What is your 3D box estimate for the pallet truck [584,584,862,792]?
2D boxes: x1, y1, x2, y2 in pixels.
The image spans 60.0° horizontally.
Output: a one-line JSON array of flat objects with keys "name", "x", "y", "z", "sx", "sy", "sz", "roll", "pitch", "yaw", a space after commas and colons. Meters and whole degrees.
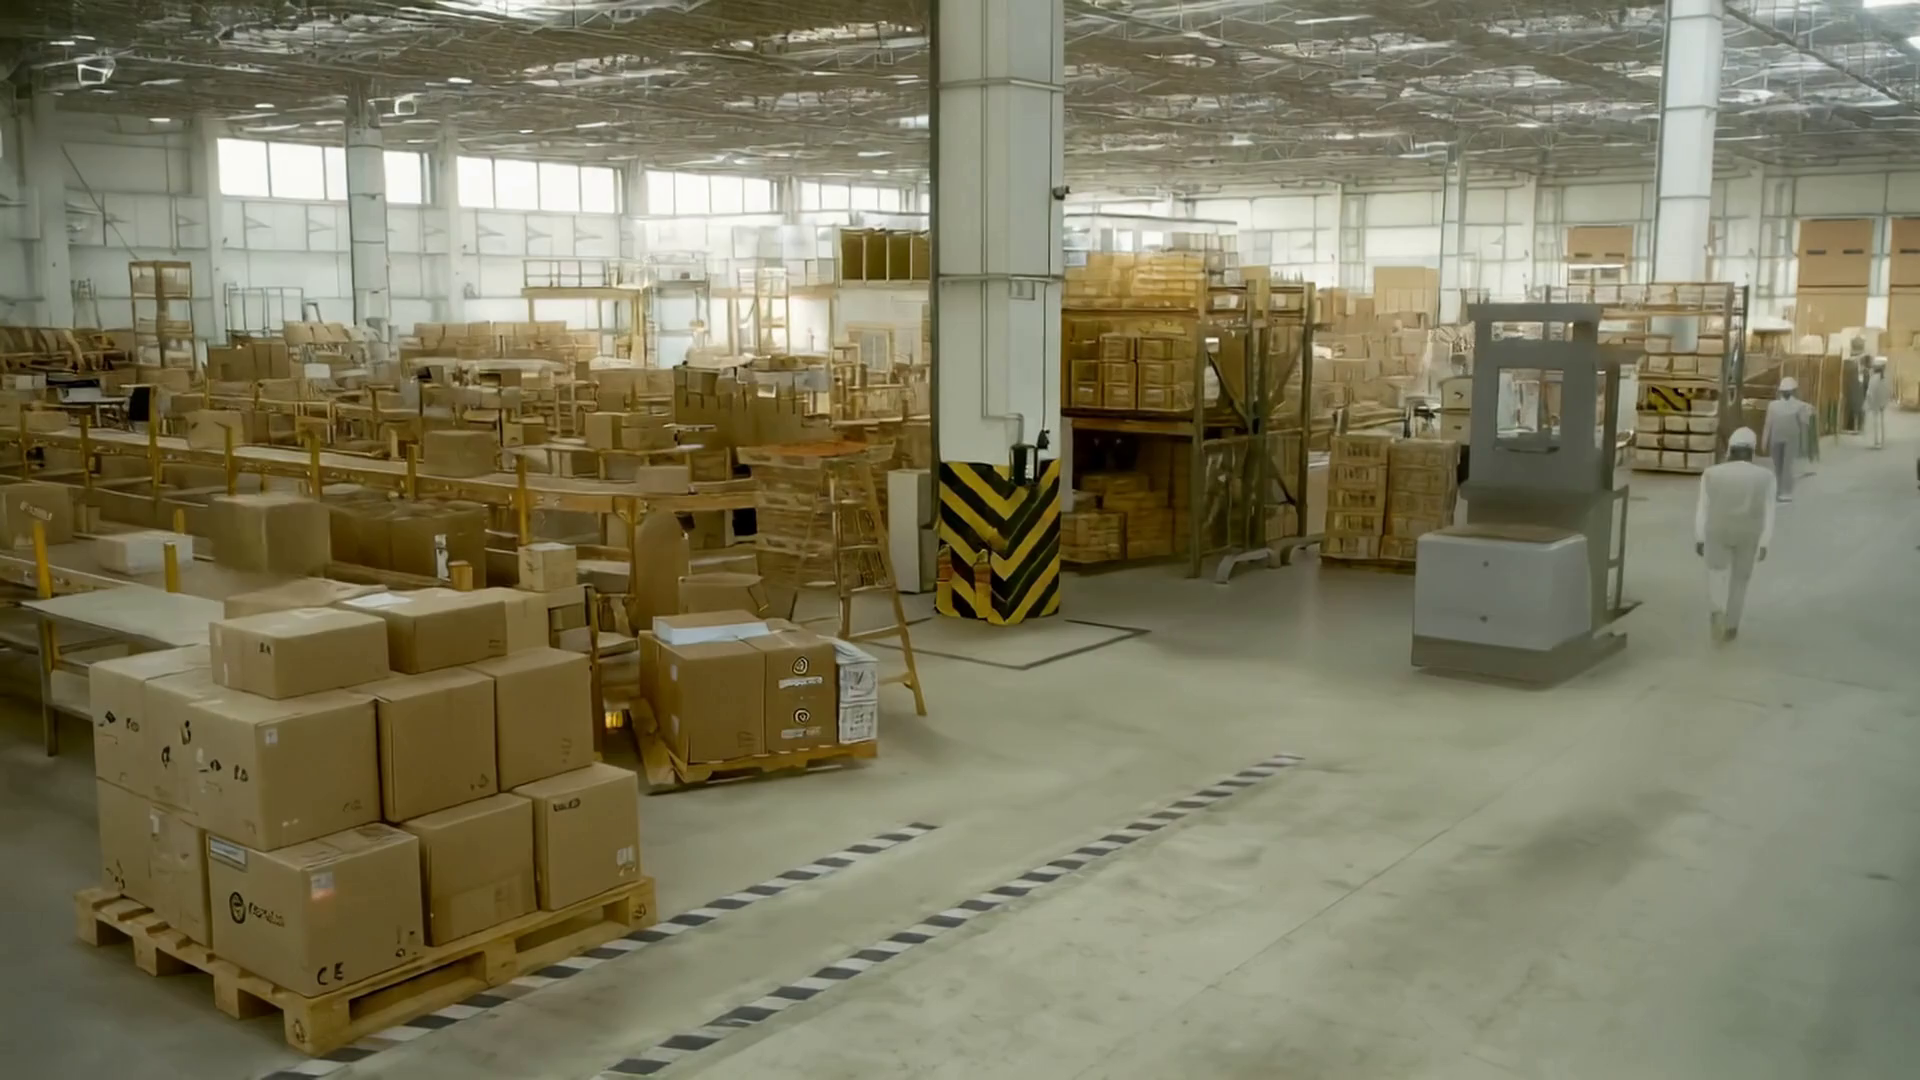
[{"name": "pallet truck", "x": -1.426, "y": 0.805, "z": 10.019, "sx": 1.601, "sy": 1.201, "sz": 0.680, "roll": -4, "pitch": 9, "yaw": -26}]

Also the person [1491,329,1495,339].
[{"name": "person", "x": 13.766, "y": -4.545, "z": 43.512, "sx": 0.380, "sy": 1.994, "sz": 0.611, "roll": 1, "pitch": 9, "yaw": 9}]

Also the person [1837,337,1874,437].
[{"name": "person", "x": 18.050, "y": -3.096, "z": 33.589, "sx": 0.537, "sy": 2.000, "sz": 0.674, "roll": -1, "pitch": 8, "yaw": -4}]

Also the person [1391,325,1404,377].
[{"name": "person", "x": 13.526, "y": -5.685, "z": 51.422, "sx": 0.373, "sy": 1.928, "sz": 0.543, "roll": -1, "pitch": 9, "yaw": -9}]

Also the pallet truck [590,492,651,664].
[{"name": "pallet truck", "x": -3.115, "y": 0.344, "z": 12.883, "sx": 0.653, "sy": 1.274, "sz": 1.630, "roll": 7, "pitch": 11, "yaw": 37}]

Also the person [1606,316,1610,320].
[{"name": "person", "x": 28.531, "y": -8.883, "z": 73.041, "sx": 0.612, "sy": 1.920, "sz": 0.891, "roll": -2, "pitch": 9, "yaw": -13}]

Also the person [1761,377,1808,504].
[{"name": "person", "x": 11.323, "y": -1.357, "z": 22.879, "sx": 0.525, "sy": 1.737, "sz": 0.786, "roll": 8, "pitch": 12, "yaw": 43}]

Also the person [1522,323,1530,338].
[{"name": "person", "x": 23.128, "y": -8.005, "z": 67.820, "sx": 0.490, "sy": 1.705, "sz": 0.895, "roll": -1, "pitch": 9, "yaw": -9}]

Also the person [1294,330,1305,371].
[{"name": "person", "x": 9.247, "y": -4.709, "z": 44.893, "sx": 0.617, "sy": 1.931, "sz": 1.001, "roll": -8, "pitch": 12, "yaw": -43}]

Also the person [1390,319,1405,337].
[{"name": "person", "x": 16.399, "y": -7.323, "z": 62.463, "sx": 0.390, "sy": 1.933, "sz": 0.631, "roll": -7, "pitch": 11, "yaw": -41}]

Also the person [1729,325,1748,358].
[{"name": "person", "x": 27.402, "y": -6.687, "z": 58.587, "sx": 0.630, "sy": 1.815, "sz": 0.823, "roll": 2, "pitch": 9, "yaw": 11}]

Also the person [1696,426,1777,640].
[{"name": "person", "x": 6.393, "y": -0.034, "z": 13.734, "sx": 0.586, "sy": 1.811, "sz": 0.686, "roll": 4, "pitch": 9, "yaw": 24}]

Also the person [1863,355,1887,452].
[{"name": "person", "x": 16.780, "y": -2.493, "z": 30.446, "sx": 0.327, "sy": 1.765, "sz": 0.528, "roll": 2, "pitch": 9, "yaw": 15}]

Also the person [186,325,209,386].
[{"name": "person", "x": -23.524, "y": -5.663, "z": 51.339, "sx": 0.638, "sy": 1.909, "sz": 0.407, "roll": -4, "pitch": 9, "yaw": -25}]

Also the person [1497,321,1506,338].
[{"name": "person", "x": 25.946, "y": -9.828, "z": 79.415, "sx": 0.600, "sy": 1.899, "sz": 0.821, "roll": -5, "pitch": 10, "yaw": -31}]

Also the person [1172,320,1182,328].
[{"name": "person", "x": 8.961, "y": -8.157, "z": 68.236, "sx": 0.352, "sy": 1.883, "sz": 0.579, "roll": -8, "pitch": 11, "yaw": -42}]

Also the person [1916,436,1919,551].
[{"name": "person", "x": 10.930, "y": -0.671, "z": 18.513, "sx": 0.545, "sy": 1.647, "sz": 0.854, "roll": 6, "pitch": 10, "yaw": 33}]

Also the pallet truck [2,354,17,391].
[{"name": "pallet truck", "x": -24.881, "y": -4.417, "z": 42.634, "sx": 1.885, "sy": 1.965, "sz": 0.823, "roll": 8, "pitch": 11, "yaw": 41}]

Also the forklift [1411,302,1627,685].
[{"name": "forklift", "x": 4.379, "y": -0.438, "z": 12.852, "sx": 1.129, "sy": 2.768, "sz": 1.873, "roll": 7, "pitch": 11, "yaw": 37}]

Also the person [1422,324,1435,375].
[{"name": "person", "x": 16.597, "y": -6.769, "z": 59.060, "sx": 0.663, "sy": 1.824, "sz": 0.550, "roll": 3, "pitch": 9, "yaw": 16}]

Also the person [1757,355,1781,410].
[{"name": "person", "x": 16.846, "y": -3.050, "z": 34.669, "sx": 0.535, "sy": 1.610, "sz": 0.595, "roll": -2, "pitch": 9, "yaw": -16}]

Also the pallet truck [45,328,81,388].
[{"name": "pallet truck", "x": -23.775, "y": -4.544, "z": 43.495, "sx": 1.885, "sy": 1.965, "sz": 0.823, "roll": 6, "pitch": 10, "yaw": 35}]

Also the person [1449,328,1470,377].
[{"name": "person", "x": 14.237, "y": -5.079, "z": 47.415, "sx": 0.611, "sy": 1.902, "sz": 0.694, "roll": 1, "pitch": 8, "yaw": 5}]
